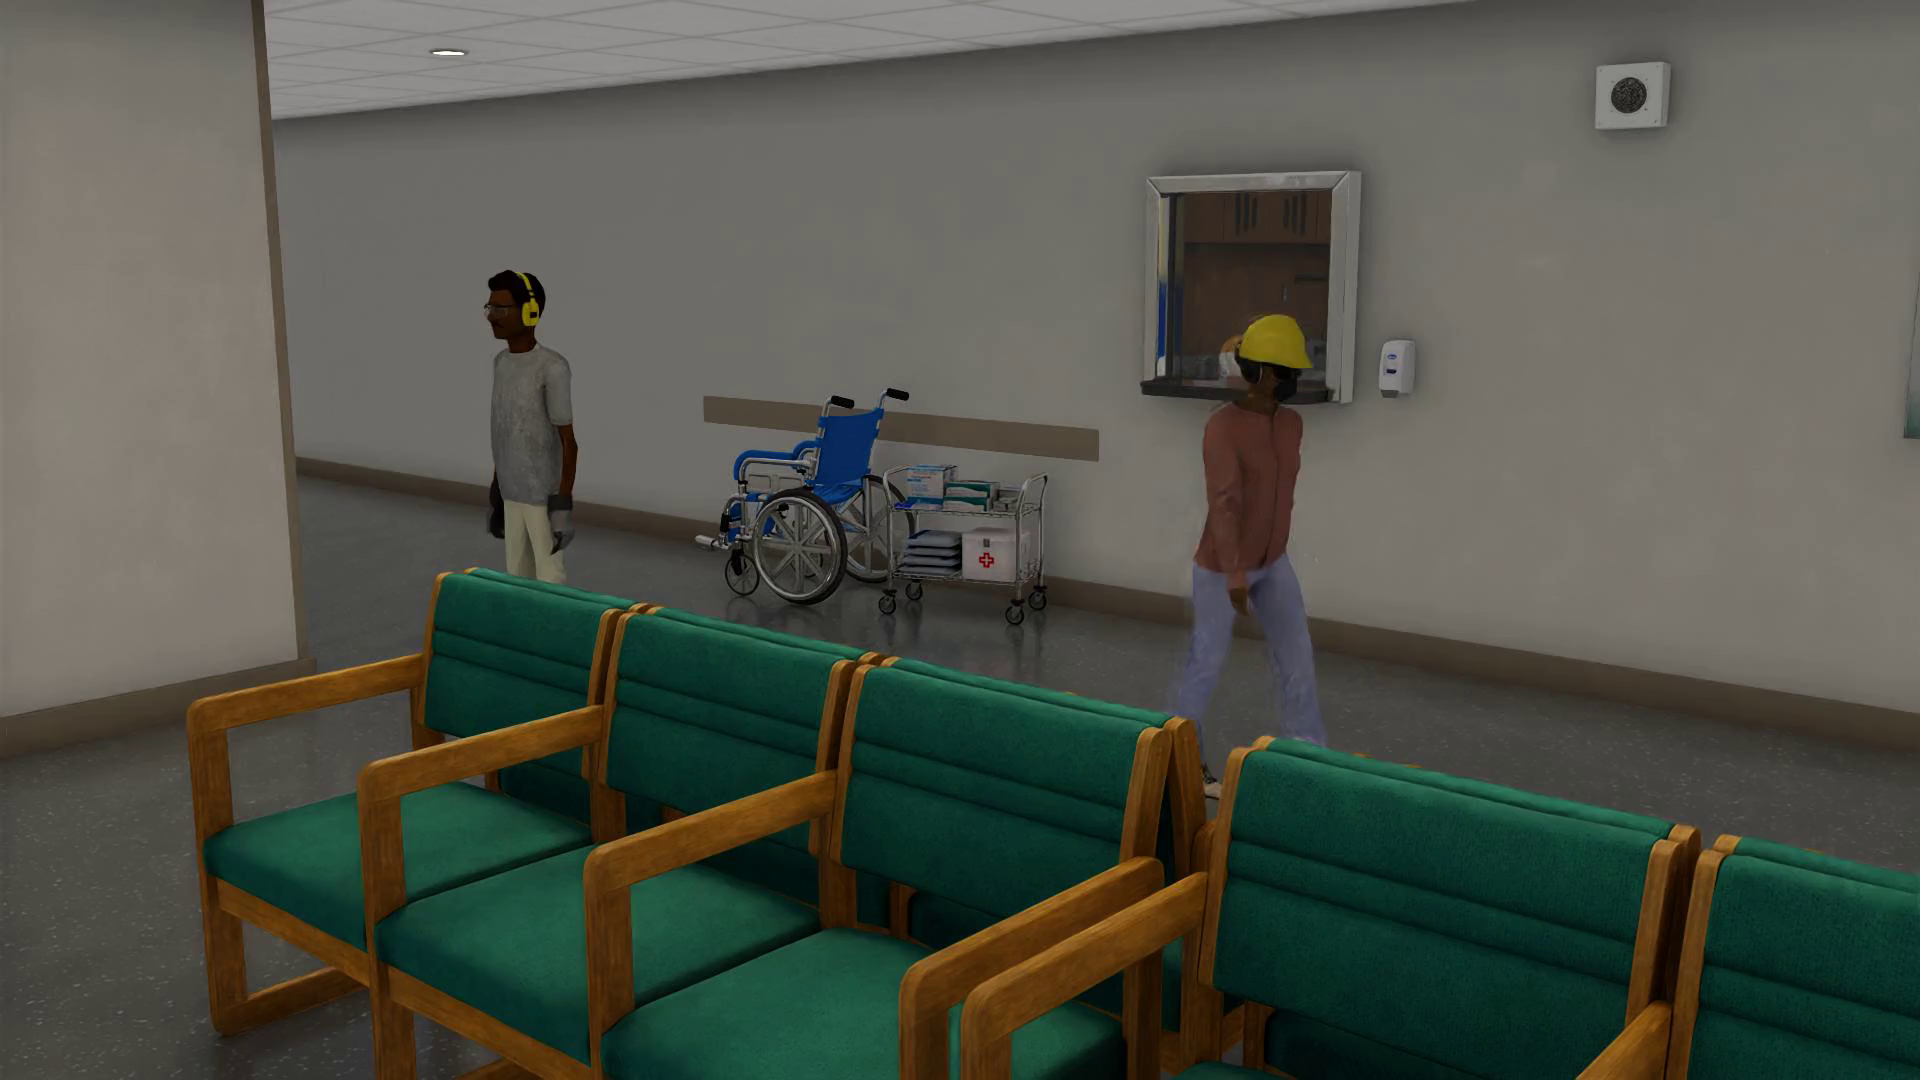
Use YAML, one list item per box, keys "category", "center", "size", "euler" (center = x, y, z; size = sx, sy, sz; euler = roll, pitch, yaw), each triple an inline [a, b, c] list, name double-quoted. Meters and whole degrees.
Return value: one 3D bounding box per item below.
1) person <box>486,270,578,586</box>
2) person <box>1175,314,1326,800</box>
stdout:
- category: "person"
  center: [-1.759, -0.152, 6.782]
  size: [0.521, 1.869, 0.334]
  euler: [9, 13, 42]
- category: "person"
  center: [1.068, 0.103, 5.721]
  size: [0.530, 1.727, 0.846]
  euler: [-8, 13, -38]
